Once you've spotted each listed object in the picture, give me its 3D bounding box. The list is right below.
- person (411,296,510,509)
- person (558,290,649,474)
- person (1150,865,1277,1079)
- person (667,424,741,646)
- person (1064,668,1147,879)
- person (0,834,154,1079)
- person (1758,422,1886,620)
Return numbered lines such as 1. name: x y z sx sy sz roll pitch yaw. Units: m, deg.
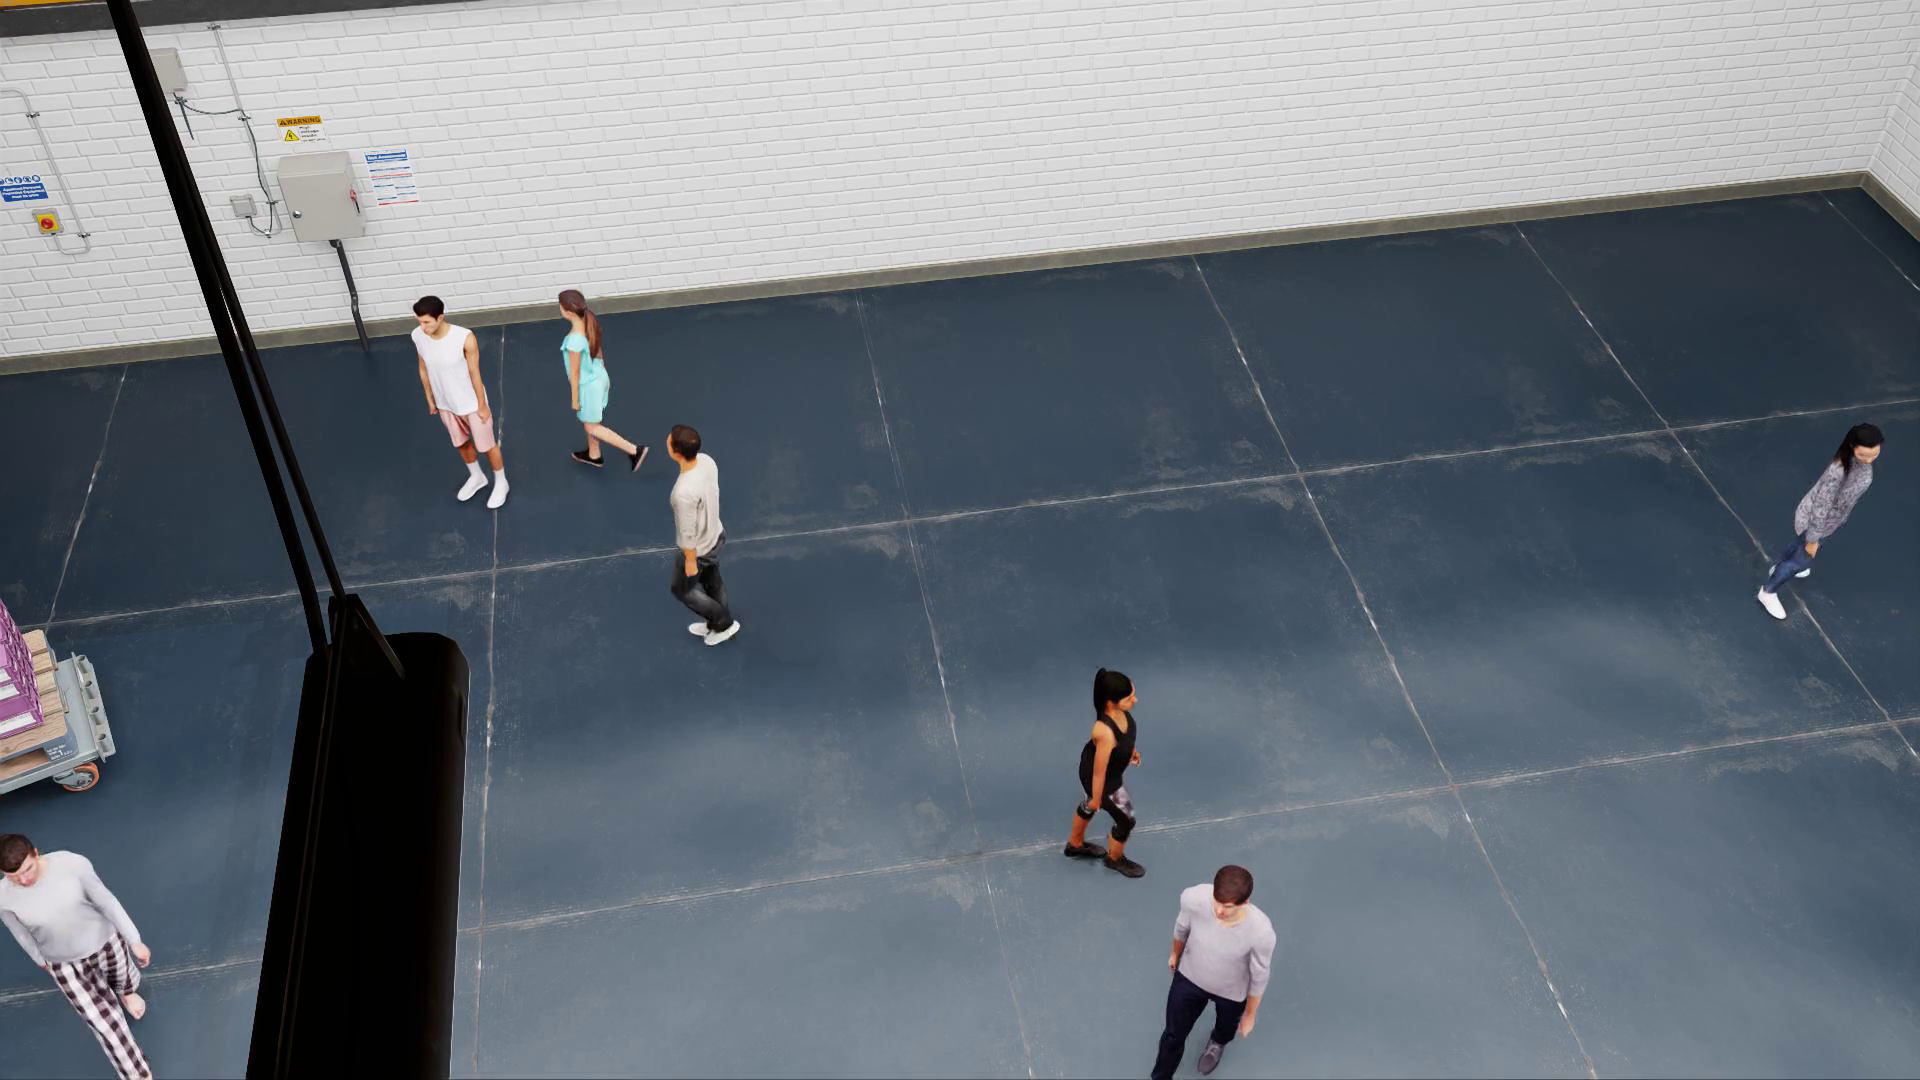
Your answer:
1. person: -3.525 -1.012 11.784 0.740 1.778 0.739 11 45 11
2. person: -2.624 -1.112 12.059 0.880 1.543 0.935 8 44 8
3. person: 1.334 2.157 8.427 1.021 1.819 1.105 22 48 21
4. person: -1.587 0.011 10.690 0.846 1.805 0.723 8 44 8
5. person: 0.741 1.307 9.444 0.769 1.648 0.746 5 44 5
6. person: -4.548 2.017 8.584 0.991 1.805 1.224 -28 50 -26
7. person: 5.655 -0.176 10.967 0.892 1.694 0.906 24 48 23
